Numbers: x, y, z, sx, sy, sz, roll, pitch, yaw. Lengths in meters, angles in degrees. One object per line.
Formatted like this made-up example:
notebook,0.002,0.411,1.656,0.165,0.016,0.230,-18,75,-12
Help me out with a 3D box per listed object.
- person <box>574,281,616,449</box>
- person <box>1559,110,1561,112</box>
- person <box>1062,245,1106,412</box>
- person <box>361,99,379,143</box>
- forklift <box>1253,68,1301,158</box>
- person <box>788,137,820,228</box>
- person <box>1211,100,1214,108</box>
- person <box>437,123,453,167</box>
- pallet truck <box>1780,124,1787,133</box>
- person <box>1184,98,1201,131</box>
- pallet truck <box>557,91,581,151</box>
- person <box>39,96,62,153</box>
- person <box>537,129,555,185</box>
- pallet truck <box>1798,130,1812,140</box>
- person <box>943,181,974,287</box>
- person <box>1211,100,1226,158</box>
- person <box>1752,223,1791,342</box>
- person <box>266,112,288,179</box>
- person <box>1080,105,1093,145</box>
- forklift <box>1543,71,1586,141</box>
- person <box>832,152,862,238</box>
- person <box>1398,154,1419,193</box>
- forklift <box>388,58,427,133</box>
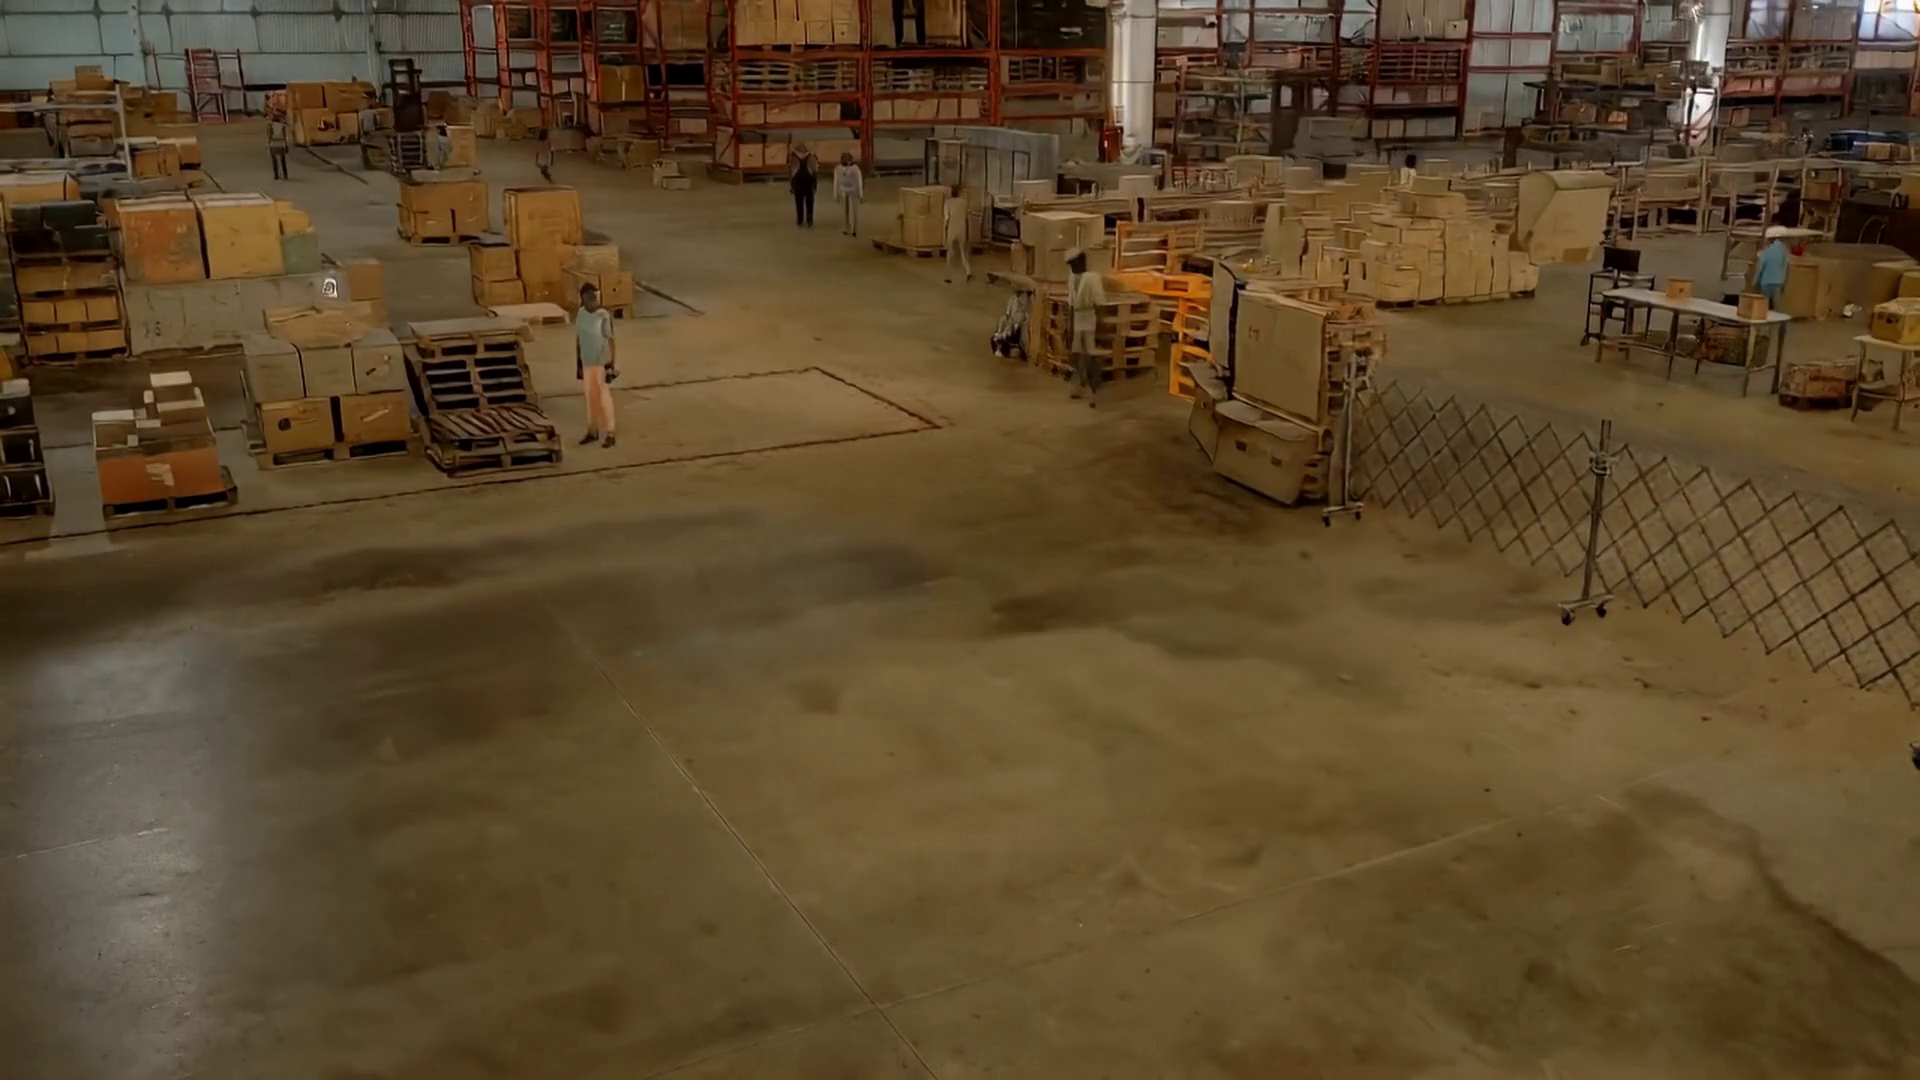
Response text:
person,-4.078,-1.947,18.526,0.532,1.876,0.321,7,19,21
person,19.400,-13.075,53.659,0.806,1.605,0.502,-2,18,-7
person,1.542,-2.588,20.359,0.391,1.988,0.719,-11,21,-32
person,-18.990,-13.272,53.758,0.614,1.924,0.866,0,18,1
forklift,10.681,-14.092,54.768,1.129,2.768,1.873,-9,20,-26
person,-3.473,-7.962,37.009,0.696,2.000,0.691,-2,18,-5
person,10.239,-17.317,66.416,0.986,1.901,0.563,-5,19,-16
person,-13.106,-9.626,42.364,0.356,1.936,0.551,4,18,11
pallet truck,25.206,-12.542,52.601,1.601,1.201,0.680,0,18,-2
person,8.689,-15.989,62.262,0.639,1.902,0.407,-3,18,-10
pallet truck,-13.495,-14.412,57.188,0.823,1.965,1.885,-3,18,-9
person,-30.927,-14.163,56.597,0.603,1.890,0.852,-9,20,-27
person,-10.921,-10.009,43.948,0.552,1.683,0.415,8,19,22
pallet truck,25.526,-11.556,49.408,1.630,1.274,0.653,-9,20,-26
person,-0.031,-5.393,29.340,0.533,1.845,0.855,-8,20,-24
person,8.352,-13.529,54.583,0.832,1.913,0.635,13,22,36
person,11.891,-3.736,24.293,0.527,1.752,0.612,-6,19,-18
person,-19.559,-11.304,47.695,0.565,1.881,1.012,-12,21,-33
person,4.223,-13.511,54.915,0.817,1.670,0.532,-9,20,-27
forklift,18.685,-13.231,52.085,1.873,2.768,1.129,-9,20,-26
person,-2.419,-7.353,35.498,0.616,1.807,0.723,1,18,4
person,9.839,-7.587,36.430,0.439,1.682,0.539,-8,19,-23
forklift,-21.809,-17.459,65.263,1.129,2.768,1.873,-9,20,-26
